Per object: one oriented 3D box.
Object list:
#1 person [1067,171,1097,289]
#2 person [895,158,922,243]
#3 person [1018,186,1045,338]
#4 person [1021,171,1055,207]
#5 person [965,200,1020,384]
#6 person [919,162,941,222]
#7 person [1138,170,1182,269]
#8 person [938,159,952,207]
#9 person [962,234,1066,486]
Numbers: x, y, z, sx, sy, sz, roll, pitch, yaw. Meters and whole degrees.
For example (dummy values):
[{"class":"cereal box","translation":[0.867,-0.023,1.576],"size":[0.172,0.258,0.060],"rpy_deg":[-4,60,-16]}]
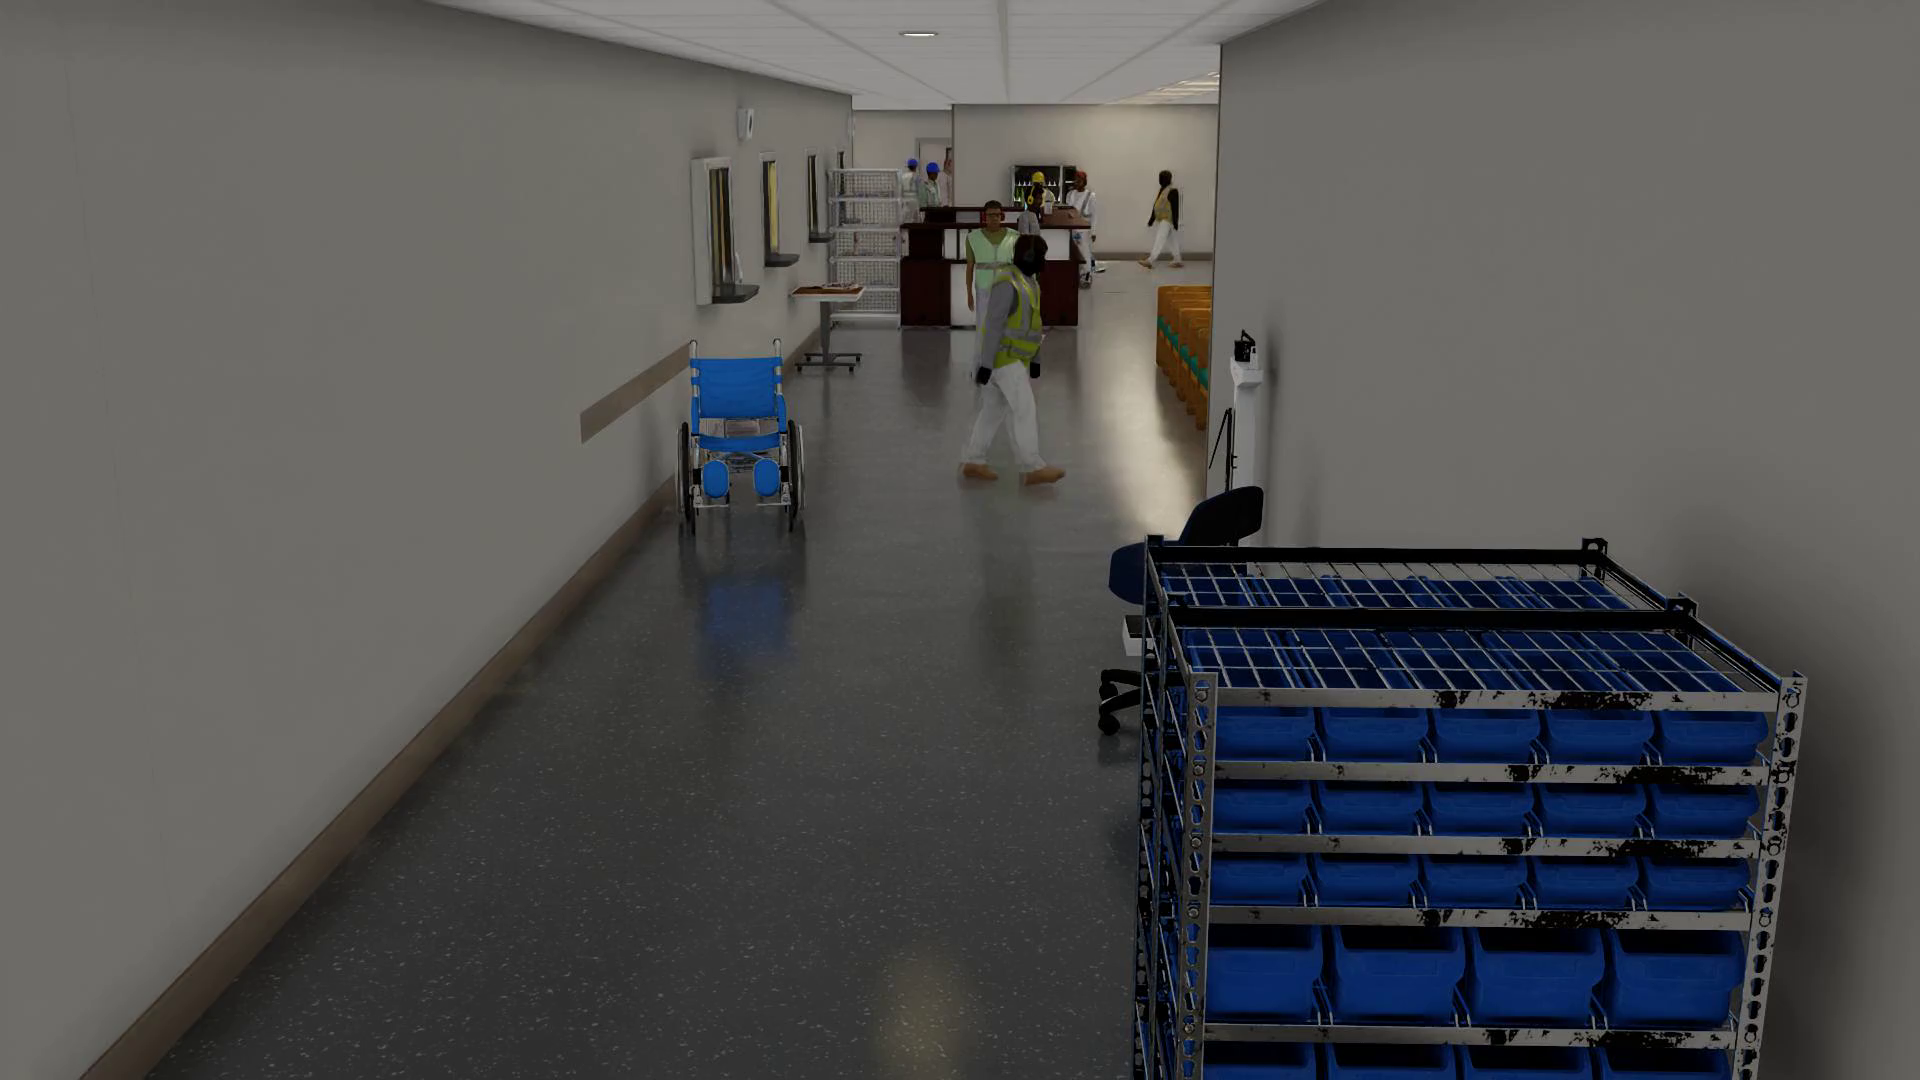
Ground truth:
[{"class":"person","translation":[1.945,-4.993,26.837],"size":[0.362,1.872,0.597],"rpy_deg":[-13,19,-42]},{"class":"person","translation":[-1.135,-7.756,38.027],"size":[1.030,1.900,0.613],"rpy_deg":[-10,17,-34]},{"class":"person","translation":[0.872,-3.366,20.258],"size":[0.328,1.865,0.508],"rpy_deg":[3,14,11]},{"class":"person","translation":[1.339,-5.443,28.771],"size":[0.600,1.827,0.403],"rpy_deg":[2,14,9]},{"class":"person","translation":[0.332,-2.504,16.813],"size":[0.560,1.839,0.394],"rpy_deg":[-2,14,-10]},{"class":"person","translation":[-0.521,-5.909,30.398],"size":[0.384,1.949,0.603],"rpy_deg":[8,16,28]},{"class":"person","translation":[3.745,-5.911,30.740],"size":[0.968,1.791,0.629],"rpy_deg":[-3,14,-14]},{"class":"person","translation":[-0.255,-7.413,36.592],"size":[0.410,1.907,0.642],"rpy_deg":[2,14,9]},{"class":"person","translation":[0.403,-1.291,11.970],"size":[0.901,1.791,0.650],"rpy_deg":[3,14,14]}]
